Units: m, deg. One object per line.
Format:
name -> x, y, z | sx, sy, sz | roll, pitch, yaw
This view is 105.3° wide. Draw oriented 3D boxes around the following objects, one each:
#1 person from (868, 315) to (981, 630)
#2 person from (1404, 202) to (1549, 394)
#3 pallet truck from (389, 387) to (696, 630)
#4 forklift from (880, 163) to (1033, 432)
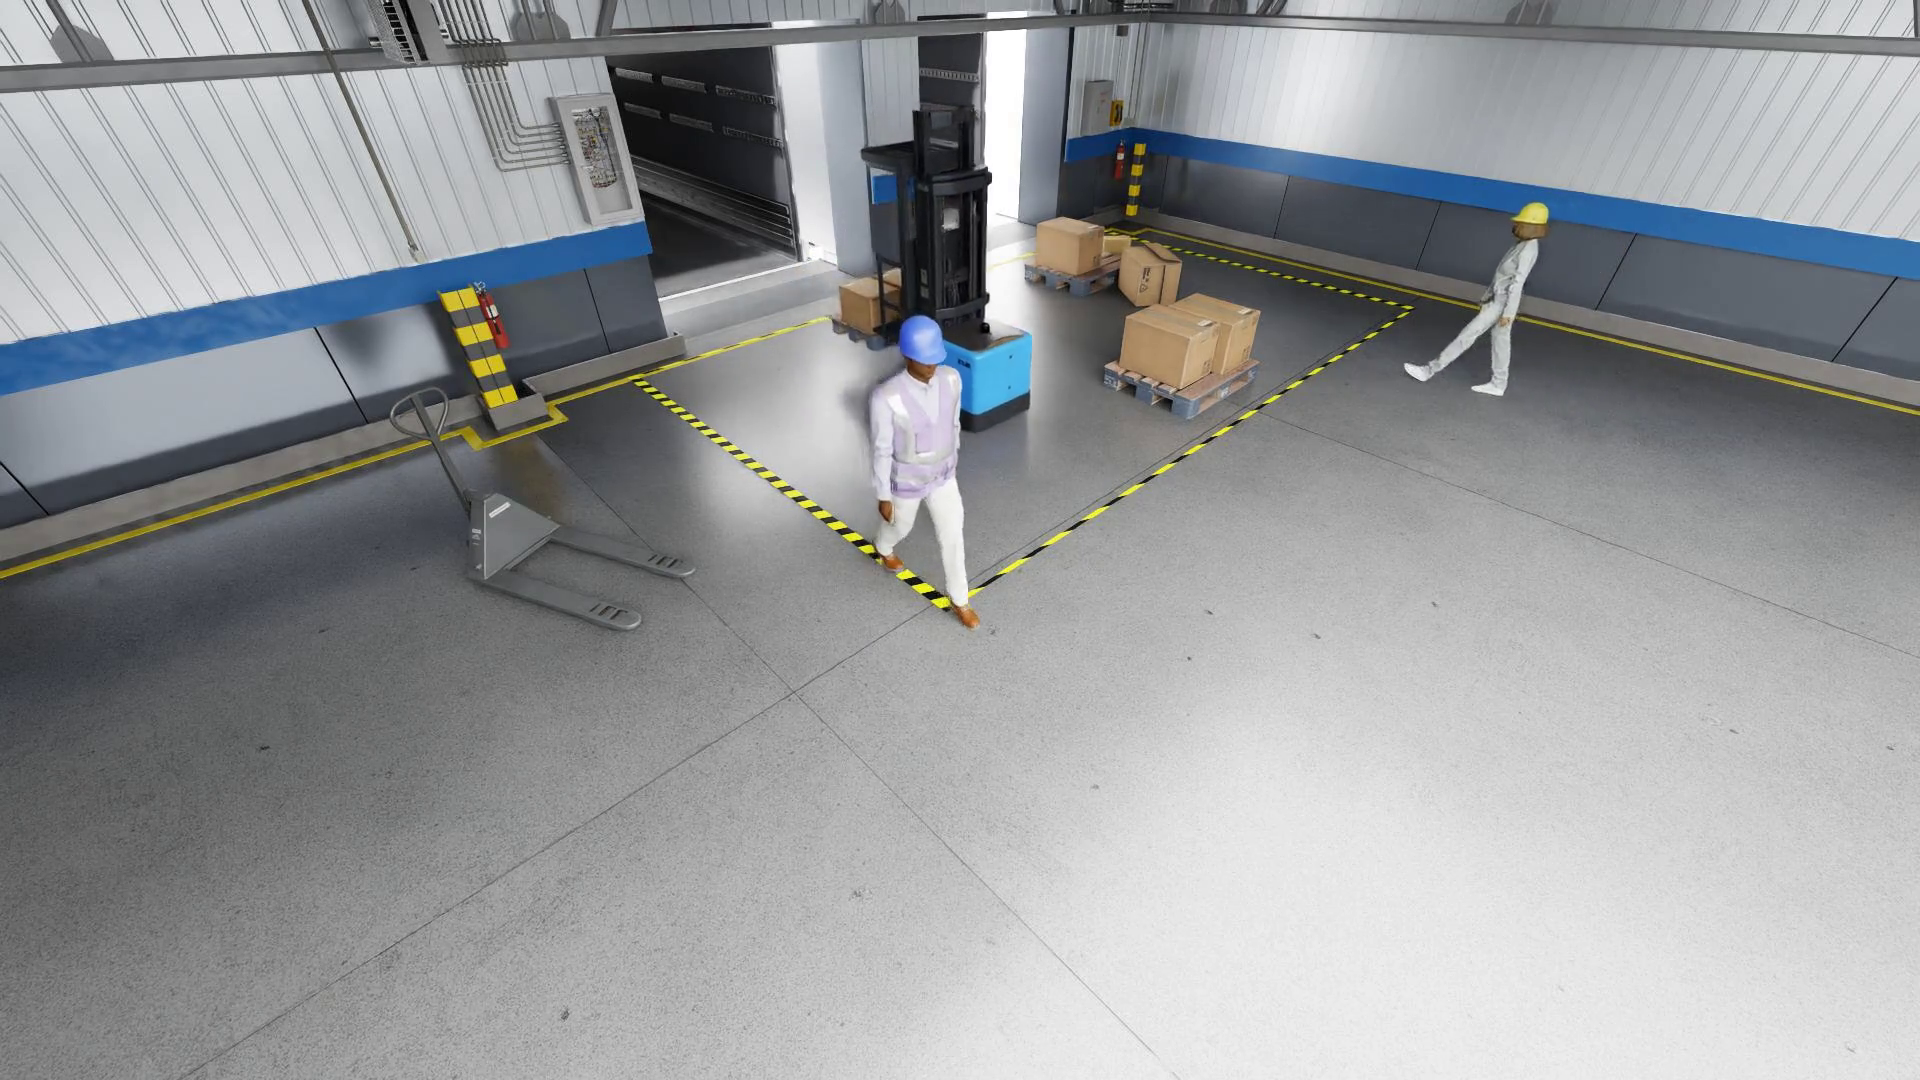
person -> -0.256, -0.391, 4.254 | 0.626, 1.912, 0.997 | -24, 44, -27
person -> 4.836, -2.192, 6.721 | 0.892, 1.696, 0.506 | 21, 42, 24
pallet truck -> -2.613, -0.247, 4.593 | 1.601, 1.201, 0.680 | 14, 40, 17
forklift -> 0.096, -2.029, 6.243 | 0.716, 2.013, 0.776 | -30, 47, -33
